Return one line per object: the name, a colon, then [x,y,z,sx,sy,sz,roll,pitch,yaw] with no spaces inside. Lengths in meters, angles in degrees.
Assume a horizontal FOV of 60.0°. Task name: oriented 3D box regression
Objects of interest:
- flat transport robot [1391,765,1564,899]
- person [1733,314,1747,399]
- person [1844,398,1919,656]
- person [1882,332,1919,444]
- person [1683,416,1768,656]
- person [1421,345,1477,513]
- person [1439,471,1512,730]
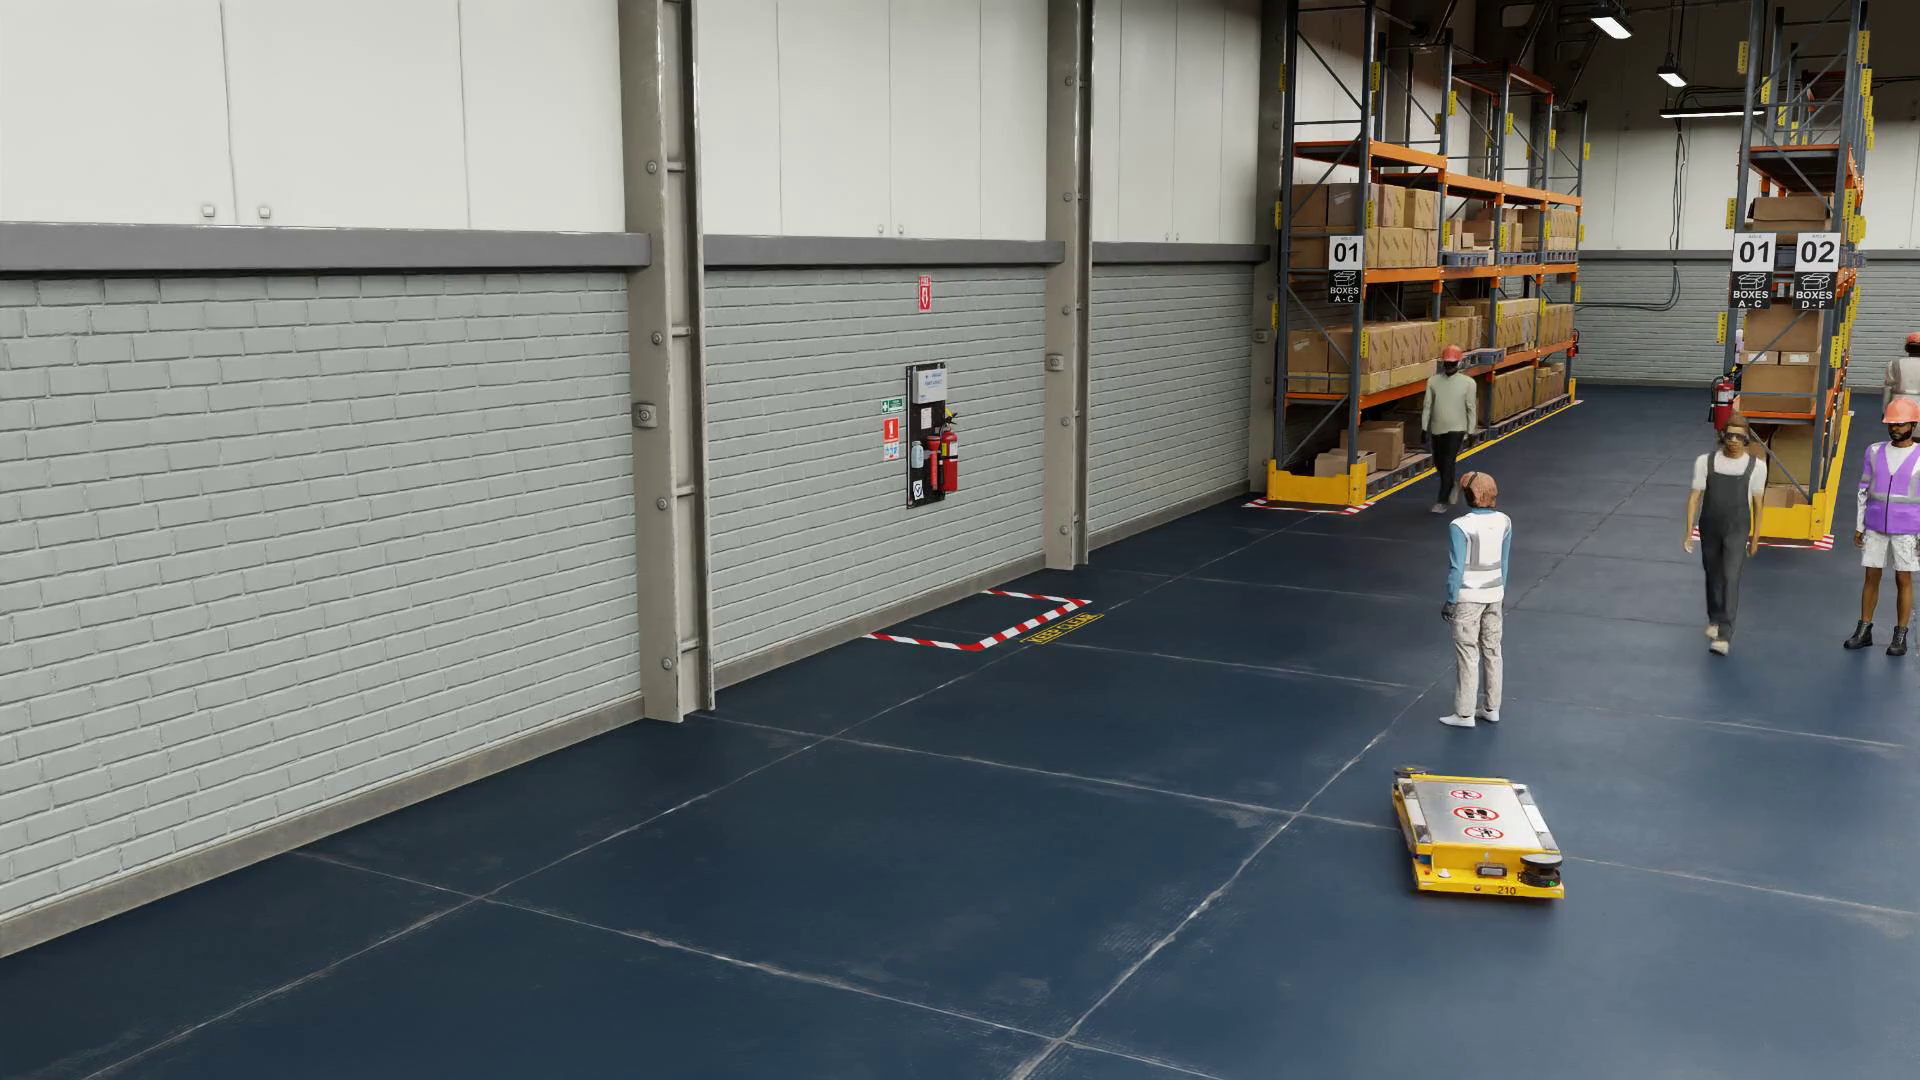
flat transport robot: [2.573,1.441,8.374,0.652,0.197,1.431,2,10,9]
person: [14.892,-3.331,31.501,0.595,1.918,0.386,4,11,24]
person: [7.026,-0.101,12.532,0.358,1.938,0.542,-9,13,-41]
person: [12.289,-1.676,21.541,0.621,2.008,0.838,6,11,30]
person: [5.844,-0.053,12.703,0.515,1.797,1.007,7,12,34]
person: [5.779,-1.330,19.640,0.623,1.966,0.918,7,12,36]
person: [3.278,0.383,10.571,0.523,1.638,0.311,-6,11,-30]
